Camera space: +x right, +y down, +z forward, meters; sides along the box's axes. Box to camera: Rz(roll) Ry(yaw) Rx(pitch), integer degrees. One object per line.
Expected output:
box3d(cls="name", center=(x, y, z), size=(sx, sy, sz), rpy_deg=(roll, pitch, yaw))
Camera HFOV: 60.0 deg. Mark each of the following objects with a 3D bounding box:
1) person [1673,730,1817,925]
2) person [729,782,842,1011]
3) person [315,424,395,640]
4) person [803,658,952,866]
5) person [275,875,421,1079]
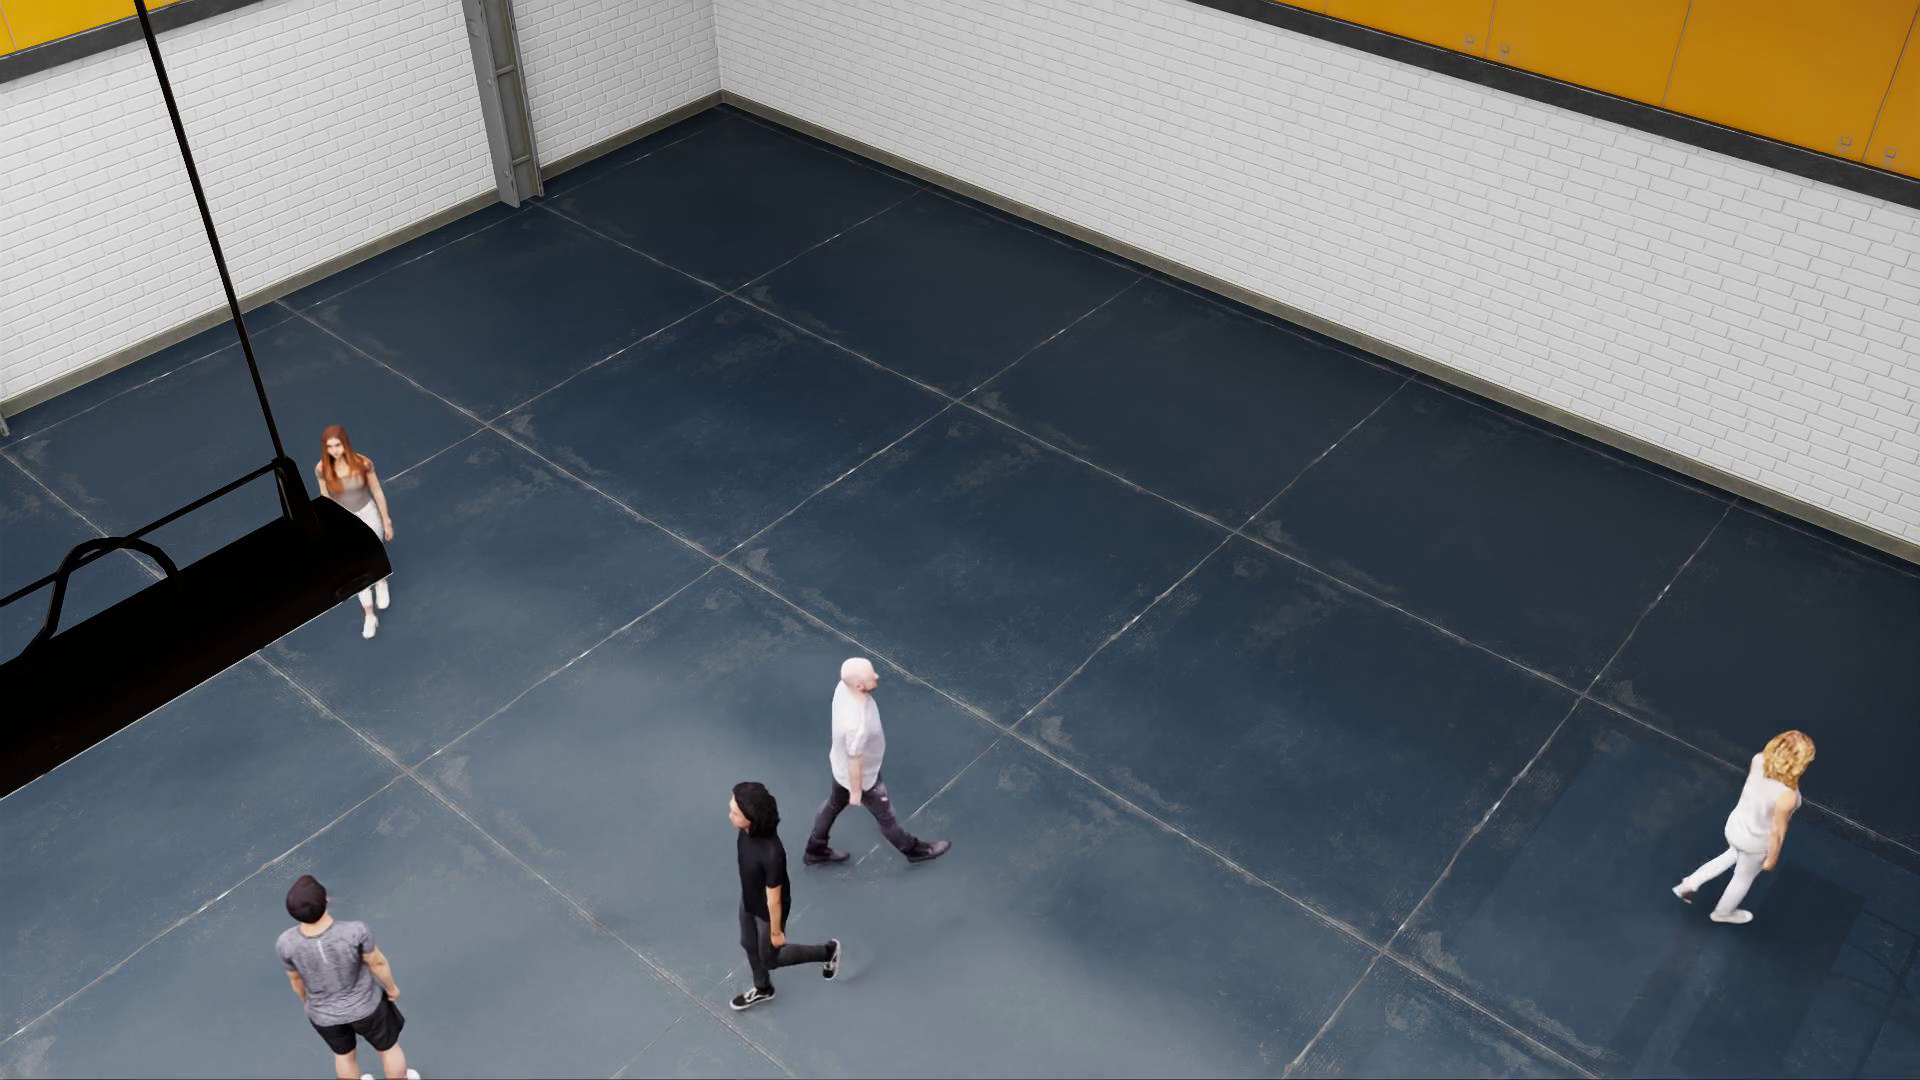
box3d(cls="person", center=(4.736, 1.750, 10.076), size=(0.905, 1.664, 0.847), rpy_deg=(-3, 39, -3))
box3d(cls="person", center=(-1.045, 2.053, 9.581), size=(1.035, 1.808, 0.863), rpy_deg=(-17, 42, -20))
box3d(cls="person", center=(-4.504, -0.188, 12.468), size=(0.993, 1.707, 0.984), rpy_deg=(-10, 40, -13))
box3d(cls="person", center=(-0.727, 1.436, 10.374), size=(1.280, 1.783, 1.174), rpy_deg=(-6, 39, -8))
box3d(cls="person", center=(-3.315, 2.501, 8.975), size=(0.716, 1.865, 0.796), rpy_deg=(-6, 39, -7))
